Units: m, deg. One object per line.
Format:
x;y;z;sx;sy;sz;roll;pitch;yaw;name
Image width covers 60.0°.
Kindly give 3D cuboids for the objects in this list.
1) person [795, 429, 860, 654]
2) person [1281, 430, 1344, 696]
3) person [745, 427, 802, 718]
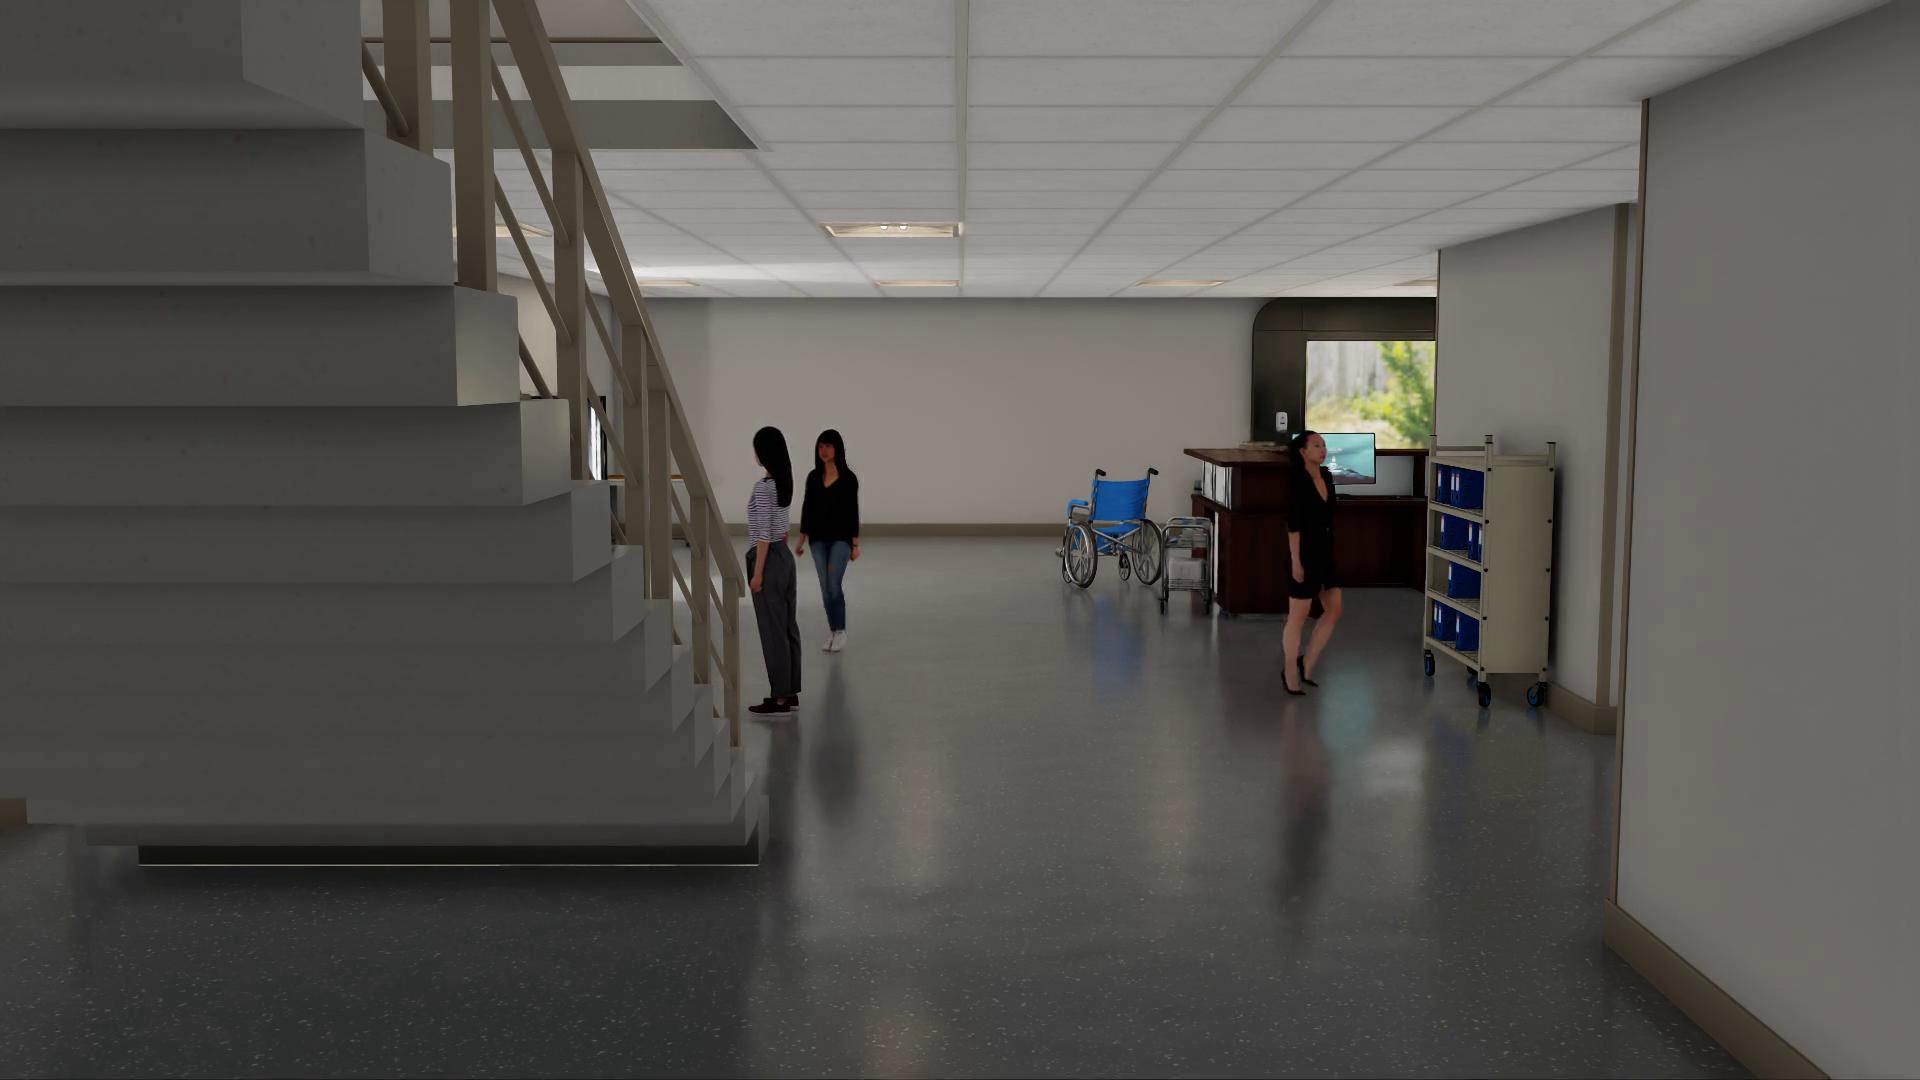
-0.928;0.004;12.306;0.661;1.633;0.689;2;6;23;person
2.146;0.155;10.562;0.727;1.682;0.781;-5;8;-42;person
-1.112;0.185;10.005;0.724;1.735;0.565;2;6;16;person
